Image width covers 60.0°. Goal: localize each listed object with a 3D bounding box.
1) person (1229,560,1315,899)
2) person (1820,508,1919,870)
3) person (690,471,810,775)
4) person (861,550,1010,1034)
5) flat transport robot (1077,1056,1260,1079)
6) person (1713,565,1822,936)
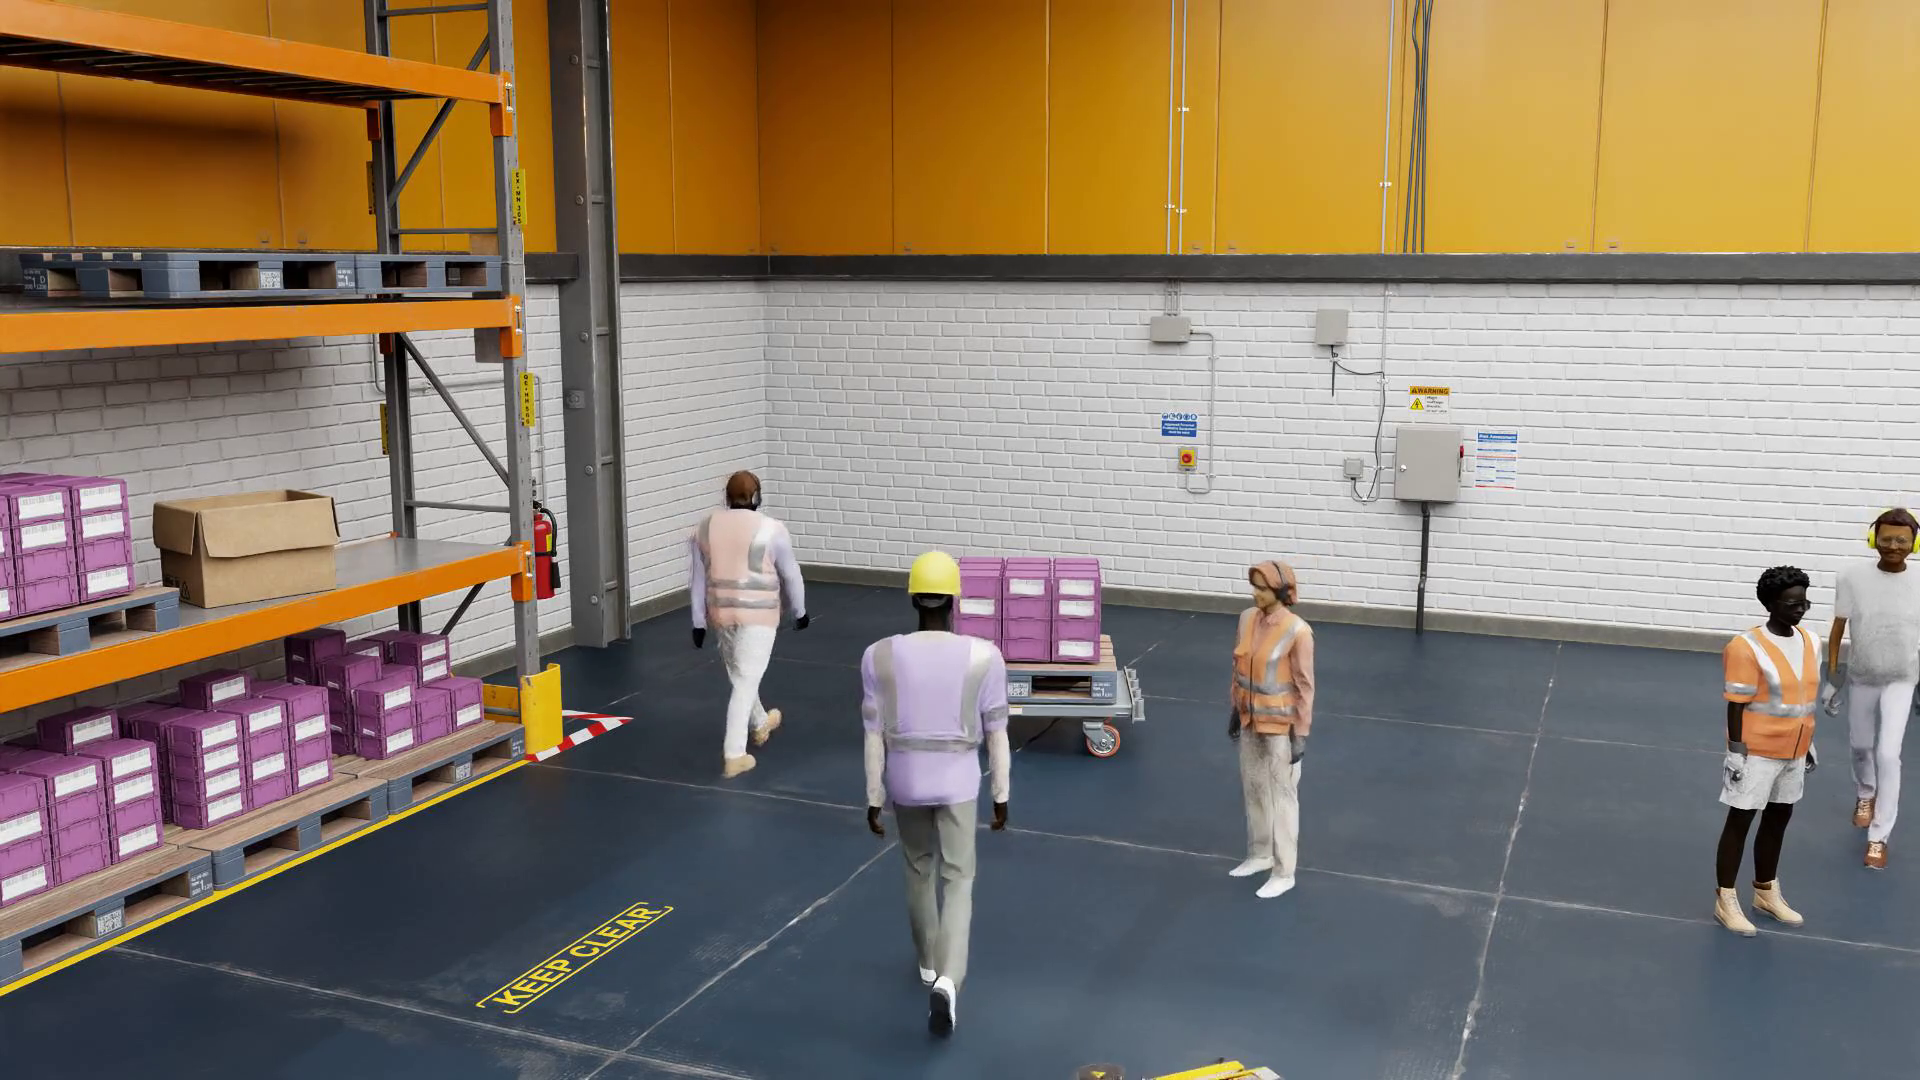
[{"bbox_3d":[1.502,0.898,8.062,0.309,1.640,0.524,-5,11,-29],"label":"person"},{"bbox_3d":[4.808,0.707,8.670,0.516,1.831,0.919,6,11,34],"label":"person"},{"bbox_3d":[-1.271,0.469,10.202,0.634,1.785,0.972,4,10,22],"label":"person"},{"bbox_3d":[-0.102,0.993,6.724,0.597,1.898,0.863,1,9,4],"label":"person"},{"bbox_3d":[0.958,2.031,5.329,0.652,0.197,1.431,-4,10,-23],"label":"flat transport robot"},{"bbox_3d":[3.693,0.948,7.575,0.541,1.695,0.315,-4,10,-22],"label":"person"}]
